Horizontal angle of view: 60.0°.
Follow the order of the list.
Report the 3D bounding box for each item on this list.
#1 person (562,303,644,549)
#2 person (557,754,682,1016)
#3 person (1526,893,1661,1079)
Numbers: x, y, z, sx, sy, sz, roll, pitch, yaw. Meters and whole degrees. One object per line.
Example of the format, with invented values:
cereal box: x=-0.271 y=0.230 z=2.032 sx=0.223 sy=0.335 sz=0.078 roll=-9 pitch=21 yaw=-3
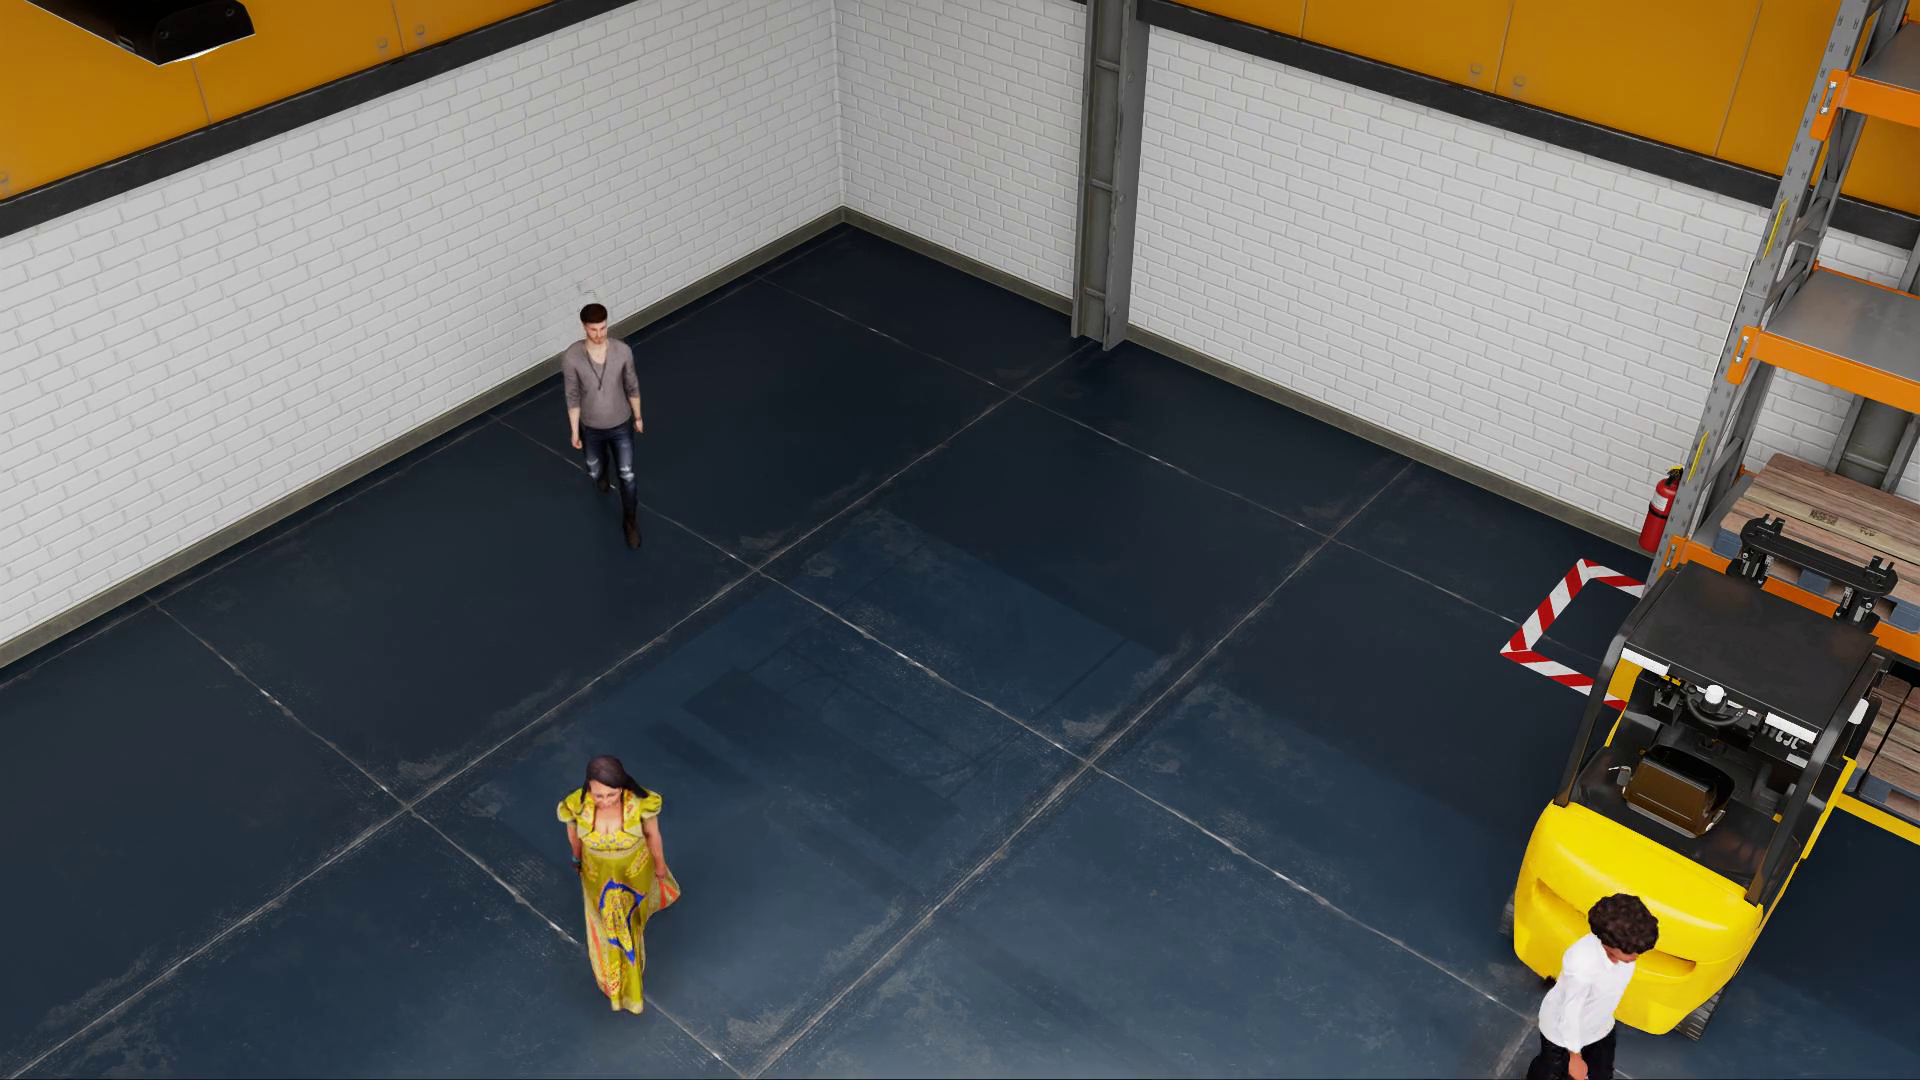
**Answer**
person: x=-2.553 y=-0.885 z=11.924 sx=1.067 sy=1.880 sz=1.182 roll=-9 pitch=39 yaw=-11
person: x=-1.827 y=1.677 z=8.932 sx=1.243 sy=1.611 sz=1.415 roll=-7 pitch=39 yaw=-8
person: x=2.947 y=2.245 z=8.075 sx=0.755 sy=1.792 sz=0.769 roll=-21 pitch=43 yaw=-24
